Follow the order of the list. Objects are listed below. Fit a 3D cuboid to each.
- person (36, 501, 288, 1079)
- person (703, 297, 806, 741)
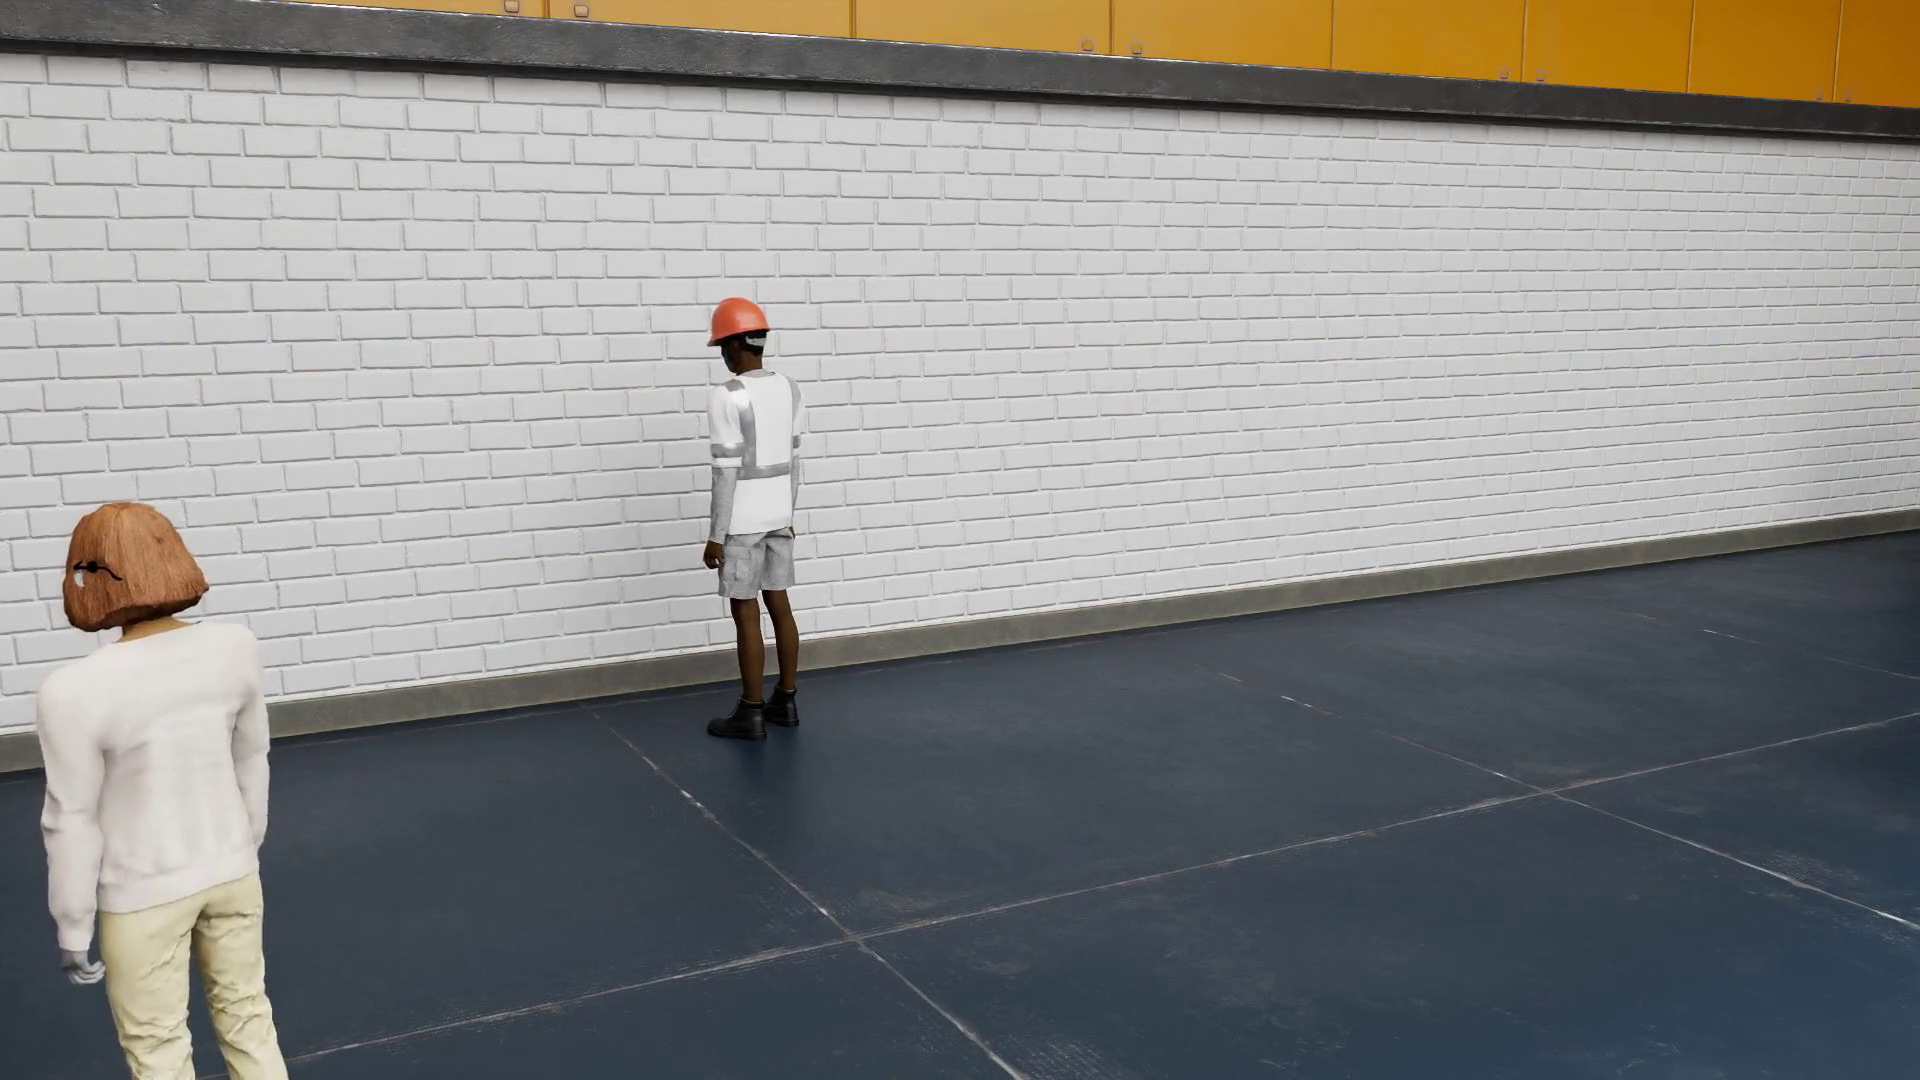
[{"bbox_3d":[-1.626,0.731,3.432,0.282,1.632,0.501,6,11,29],"label":"person"},{"bbox_3d":[-0.922,-0.088,7.273,0.367,1.930,0.542,7,12,33],"label":"person"}]
